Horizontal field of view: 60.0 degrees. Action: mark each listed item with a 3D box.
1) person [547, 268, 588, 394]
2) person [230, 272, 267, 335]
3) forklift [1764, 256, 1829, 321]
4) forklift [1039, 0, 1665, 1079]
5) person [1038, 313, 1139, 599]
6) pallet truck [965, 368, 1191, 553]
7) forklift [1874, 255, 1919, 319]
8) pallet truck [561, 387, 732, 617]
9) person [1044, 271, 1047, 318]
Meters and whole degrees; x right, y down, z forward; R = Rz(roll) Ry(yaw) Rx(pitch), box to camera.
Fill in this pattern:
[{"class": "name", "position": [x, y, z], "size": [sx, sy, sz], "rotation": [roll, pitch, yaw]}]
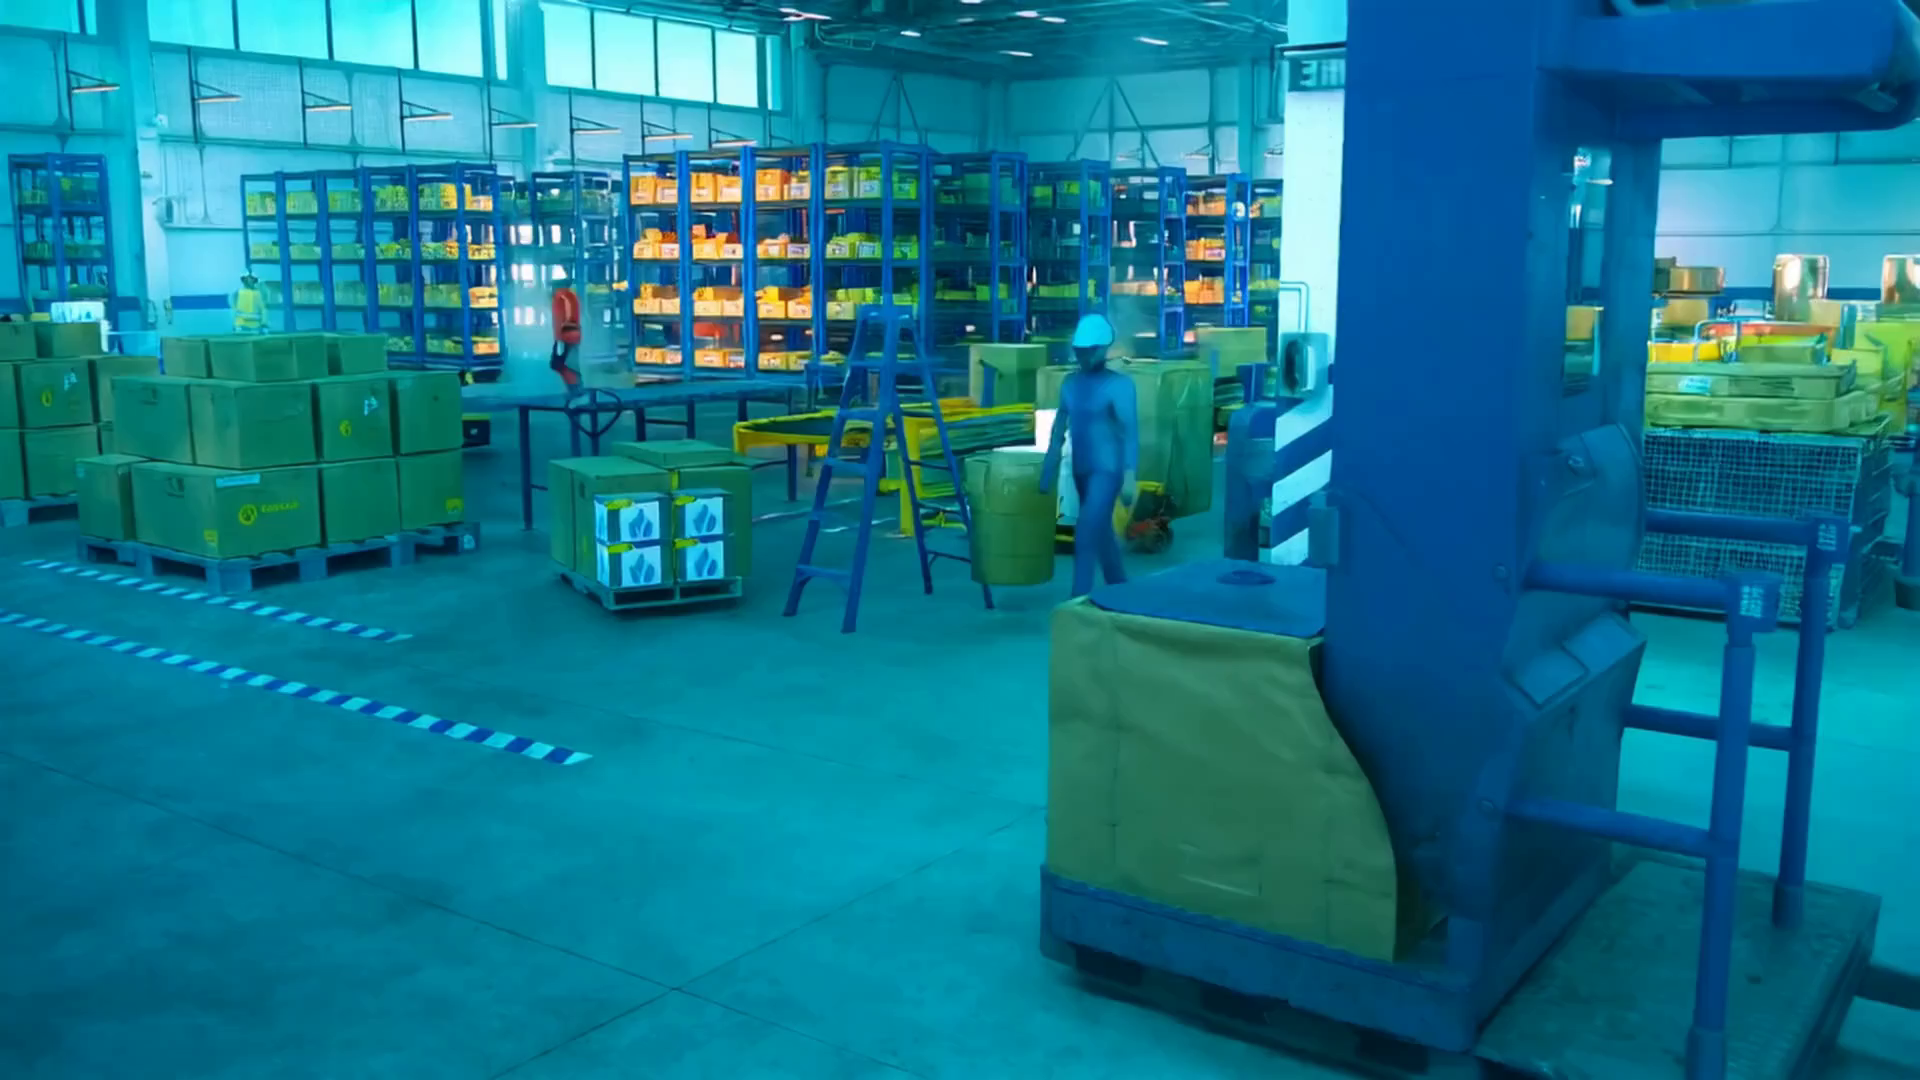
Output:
[{"class": "person", "position": [-5.338, -2.734, 22.654], "size": [0.549, 1.922, 0.639], "rotation": [2, 10, 14]}, {"class": "person", "position": [-12.135, -3.659, 28.447], "size": [0.590, 1.835, 0.404], "rotation": [1, 10, 4]}, {"class": "forklift", "position": [20.253, -5.854, 40.139], "size": [1.157, 1.987, 2.680], "rotation": [7, 12, 35]}, {"class": "forklift", "position": [1.249, -0.137, 4.360], "size": [1.873, 2.768, 1.129], "rotation": [7, 12, 35]}, {"class": "person", "position": [0.652, -0.337, 8.934], "size": [0.783, 1.735, 0.540], "rotation": [-6, 11, -33]}, {"class": "pallet truck", "position": [0.845, -0.609, 11.869], "size": [1.630, 1.274, 0.653], "rotation": [7, 12, 35]}, {"class": "forklift", "position": [22.089, -5.634, 38.796], "size": [1.157, 1.987, 2.680], "rotation": [6, 11, 33]}, {"class": "pallet truck", "position": [-1.981, -0.274, 10.088], "size": [0.680, 1.201, 1.601], "rotation": [-5, 11, -28]}, {"class": "person", "position": [1.986, -5.603, 39.982], "size": [0.570, 1.845, 0.380], "rotation": [7, 12, 36]}]
